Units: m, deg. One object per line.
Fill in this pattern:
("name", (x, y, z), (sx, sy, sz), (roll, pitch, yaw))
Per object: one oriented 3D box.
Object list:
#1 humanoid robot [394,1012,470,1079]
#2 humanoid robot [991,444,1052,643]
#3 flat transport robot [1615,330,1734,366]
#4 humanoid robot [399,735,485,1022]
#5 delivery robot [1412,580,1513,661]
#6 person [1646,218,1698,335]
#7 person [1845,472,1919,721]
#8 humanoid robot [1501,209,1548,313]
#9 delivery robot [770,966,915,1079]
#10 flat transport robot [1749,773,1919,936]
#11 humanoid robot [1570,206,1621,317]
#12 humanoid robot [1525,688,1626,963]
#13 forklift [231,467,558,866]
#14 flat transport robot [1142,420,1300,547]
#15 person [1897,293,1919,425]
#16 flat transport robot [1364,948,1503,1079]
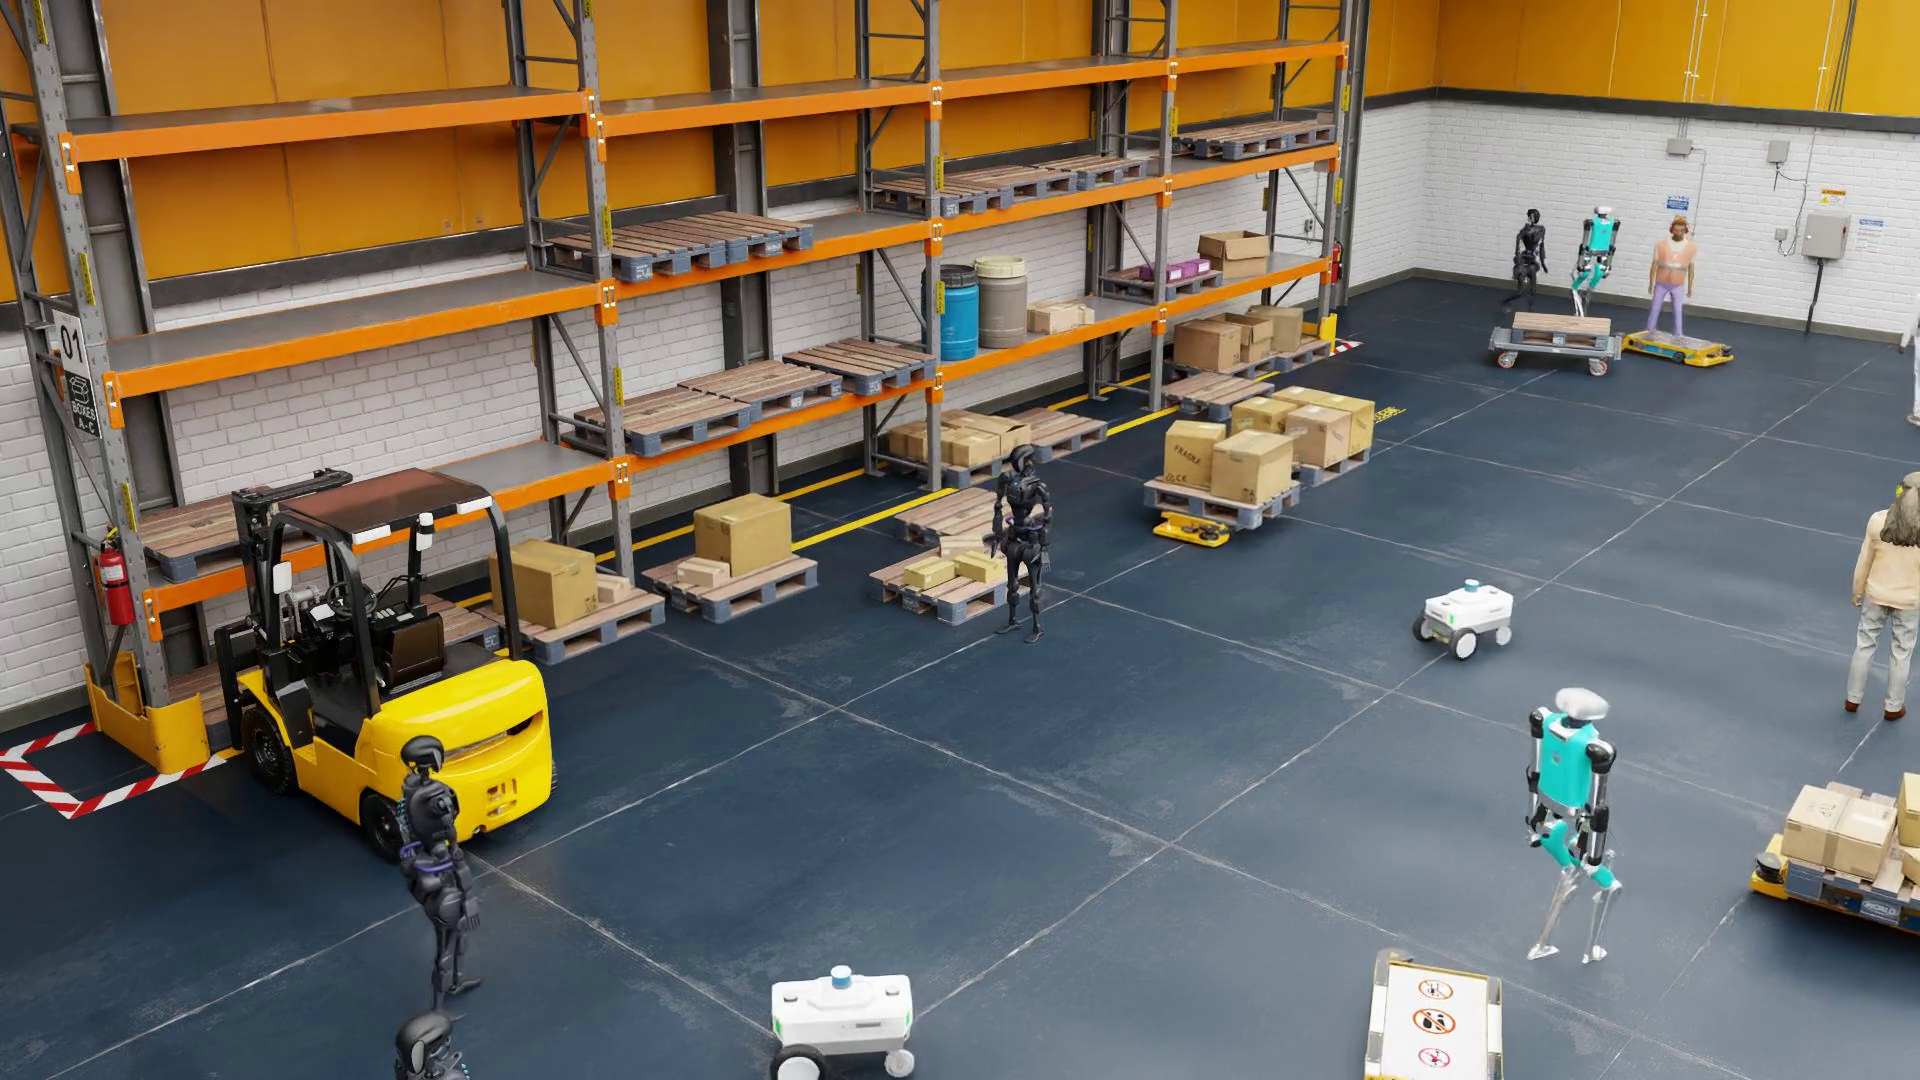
("humanoid robot", (-2.005, 2.567, 6.542), (0.599, 1.657, 0.315), (17, 26, 38))
("humanoid robot", (0.515, 0.020, 13.449), (0.599, 1.653, 0.315), (17, 26, 38))
("flat transport robot", (9.697, -2.622, 22.655), (0.659, 0.231, 1.431), (-14, 24, -33))
("humanoid robot", (-2.707, 1.768, 8.734), (0.526, 1.642, 0.599), (-18, 27, -40))
("delivery robot", (4.096, 0.628, 13.462), (0.815, 0.612, 0.499), (-10, 23, -26))
("person", (9.735, -3.506, 22.796), (0.565, 1.834, 0.422), (7, 21, 17))
("person", (6.807, 0.414, 12.113), (0.559, 1.874, 0.391), (15, 25, 34))
("humanoid robot", (8.406, -4.126, 24.713), (0.616, 1.638, 0.523), (-11, 23, -27))
("delivery robot", (-0.617, 2.451, 8.484), (0.765, 0.585, 0.499), (-2, 20, -6))
("flat transport robot", (5.548, 2.089, 9.890), (1.431, 0.231, 0.659), (14, 25, 34))
("humanoid robot", (9.204, -3.986, 24.375), (0.541, 1.893, 0.709), (-2, 20, -5))
("humanoid robot", (3.473, 1.591, 9.139), (0.816, 1.780, 0.547), (-10, 23, -26))
("forklift", (-3.730, 0.710, 10.856), (2.313, 2.155, 1.214), (17, 26, 38))
("flat transport robot", (2.541, -0.259, 16.252), (0.659, 0.231, 1.431), (14, 25, 34))
("person", (11.350, -2.317, 19.534), (0.583, 1.857, 0.769), (1, 20, 4))
("flat transport robot", (2.420, 2.602, 8.500), (0.659, 0.231, 1.431), (6, 21, 15))
